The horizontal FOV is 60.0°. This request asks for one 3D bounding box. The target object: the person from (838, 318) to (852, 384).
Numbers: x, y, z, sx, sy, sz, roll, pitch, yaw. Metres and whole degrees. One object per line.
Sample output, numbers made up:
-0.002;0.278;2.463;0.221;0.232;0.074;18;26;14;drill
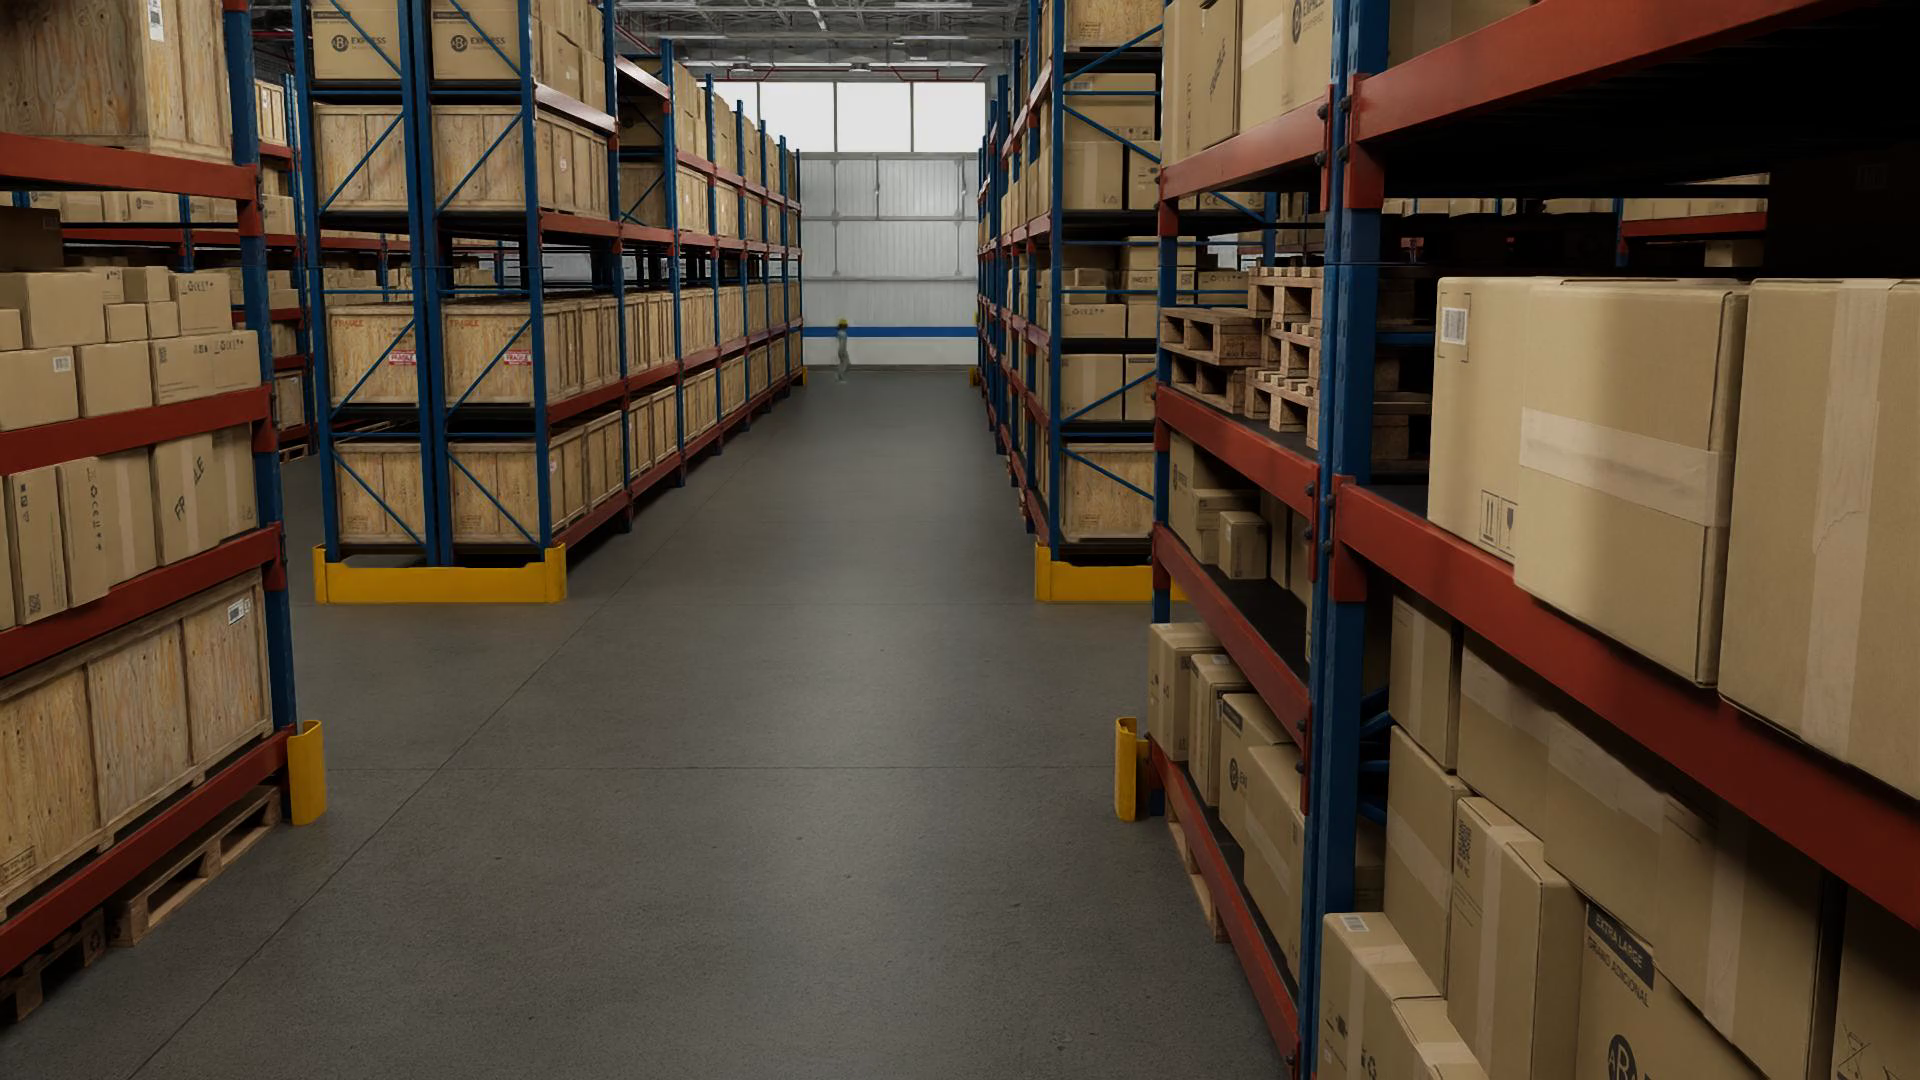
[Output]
-3.057;-4.973;43.865;0.397;1.727;0.505;0;9;1;person
